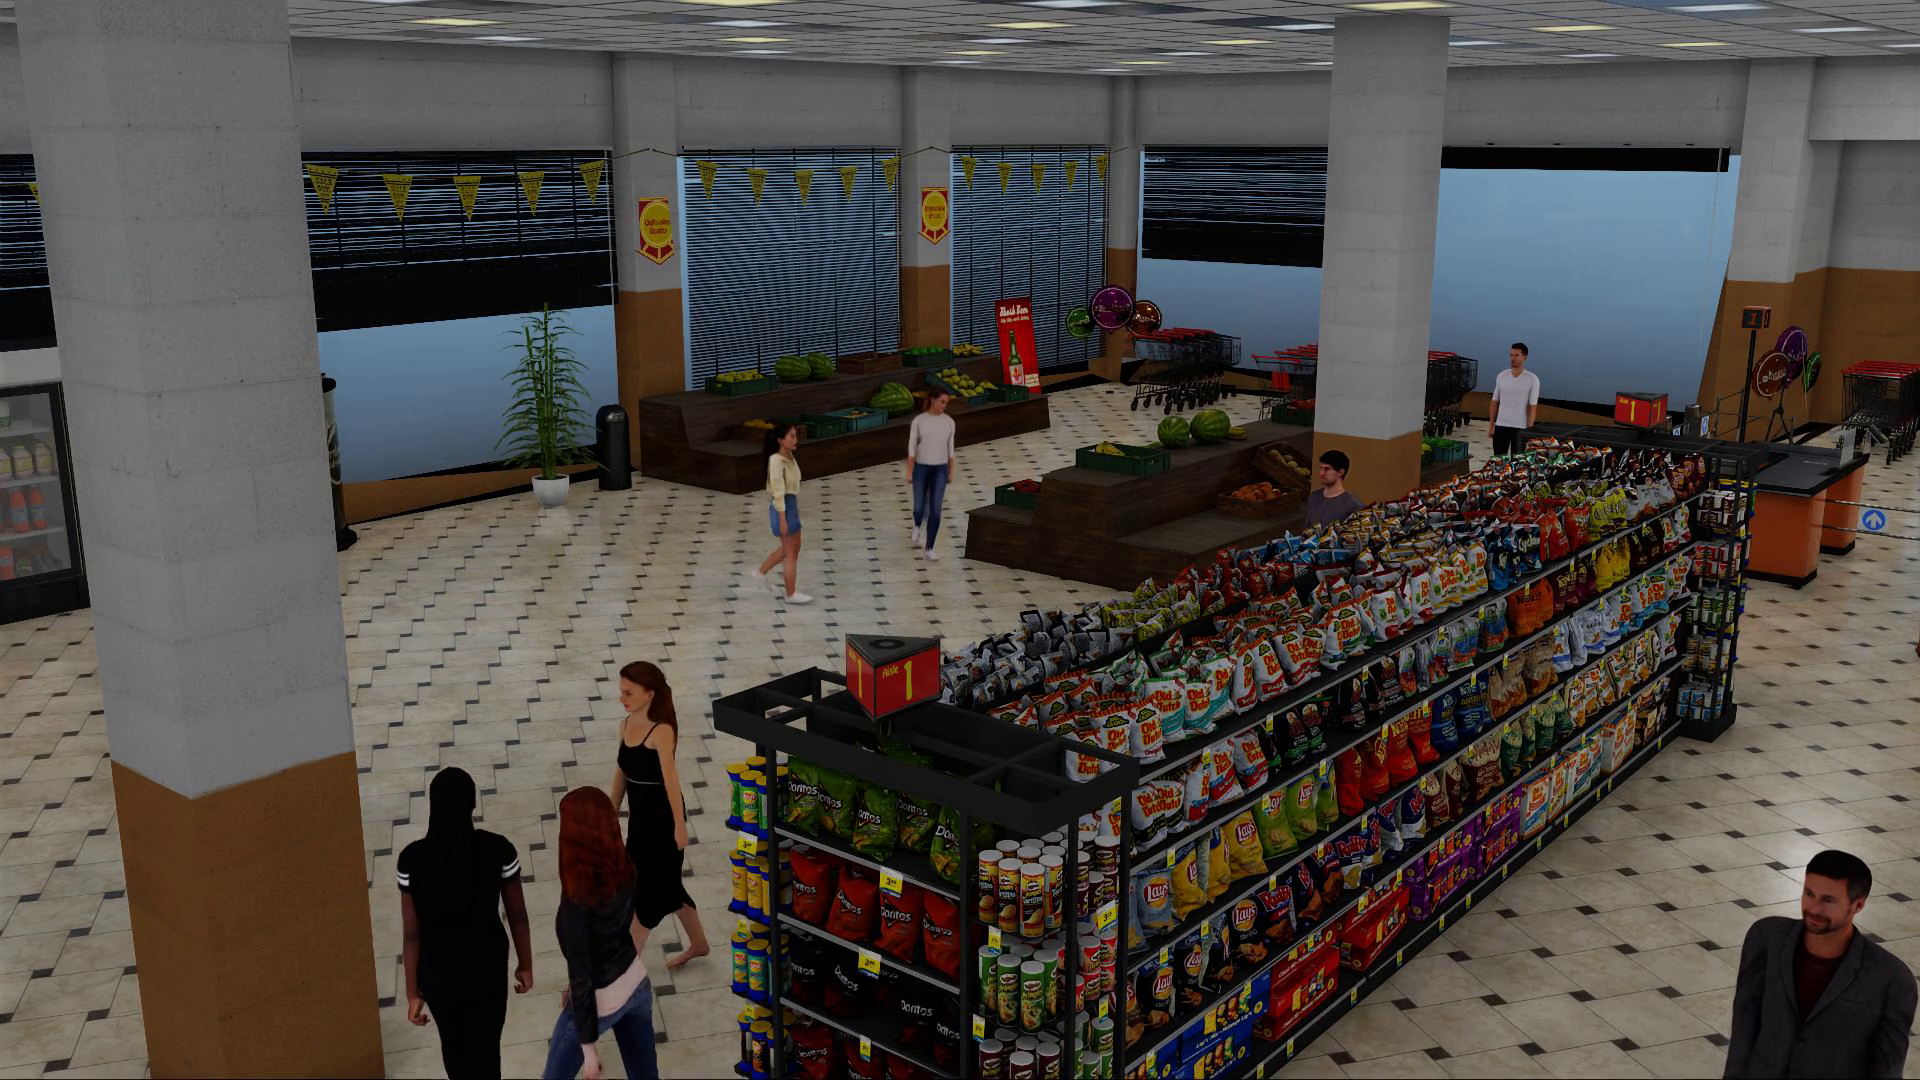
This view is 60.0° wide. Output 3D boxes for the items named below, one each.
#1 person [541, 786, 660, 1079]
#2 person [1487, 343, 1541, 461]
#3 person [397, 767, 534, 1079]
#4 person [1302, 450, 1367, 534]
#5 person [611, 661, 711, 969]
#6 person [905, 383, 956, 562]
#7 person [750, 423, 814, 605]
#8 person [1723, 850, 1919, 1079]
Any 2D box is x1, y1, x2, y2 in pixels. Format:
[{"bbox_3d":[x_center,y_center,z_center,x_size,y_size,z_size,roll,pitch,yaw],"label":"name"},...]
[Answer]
[{"bbox_3d":[-1.207,1.782,6.089,0.885,1.737,1.169,6,15,22],"label":"person"},{"bbox_3d":[6.106,-1.259,18.386,0.654,1.852,0.547,12,18,40],"label":"person"},{"bbox_3d":[-1.888,1.746,6.355,1.180,1.682,1.159,-3,14,-10],"label":"person"},{"bbox_3d":[2.705,0.255,12.144,0.595,1.851,0.719,-11,17,-37],"label":"person"},{"bbox_3d":[-1.404,1.360,8.126,0.979,1.597,0.729,-10,17,-36],"label":"person"},{"bbox_3d":[-0.313,-0.671,16.301,1.124,1.690,1.169,-1,14,-2],"label":"person"},{"bbox_3d":[-1.607,-0.232,14.634,0.932,1.624,0.897,1,14,6],"label":"person"},{"bbox_3d":[2.745,1.873,5.425,0.624,1.874,0.705,-13,19,-42],"label":"person"}]
